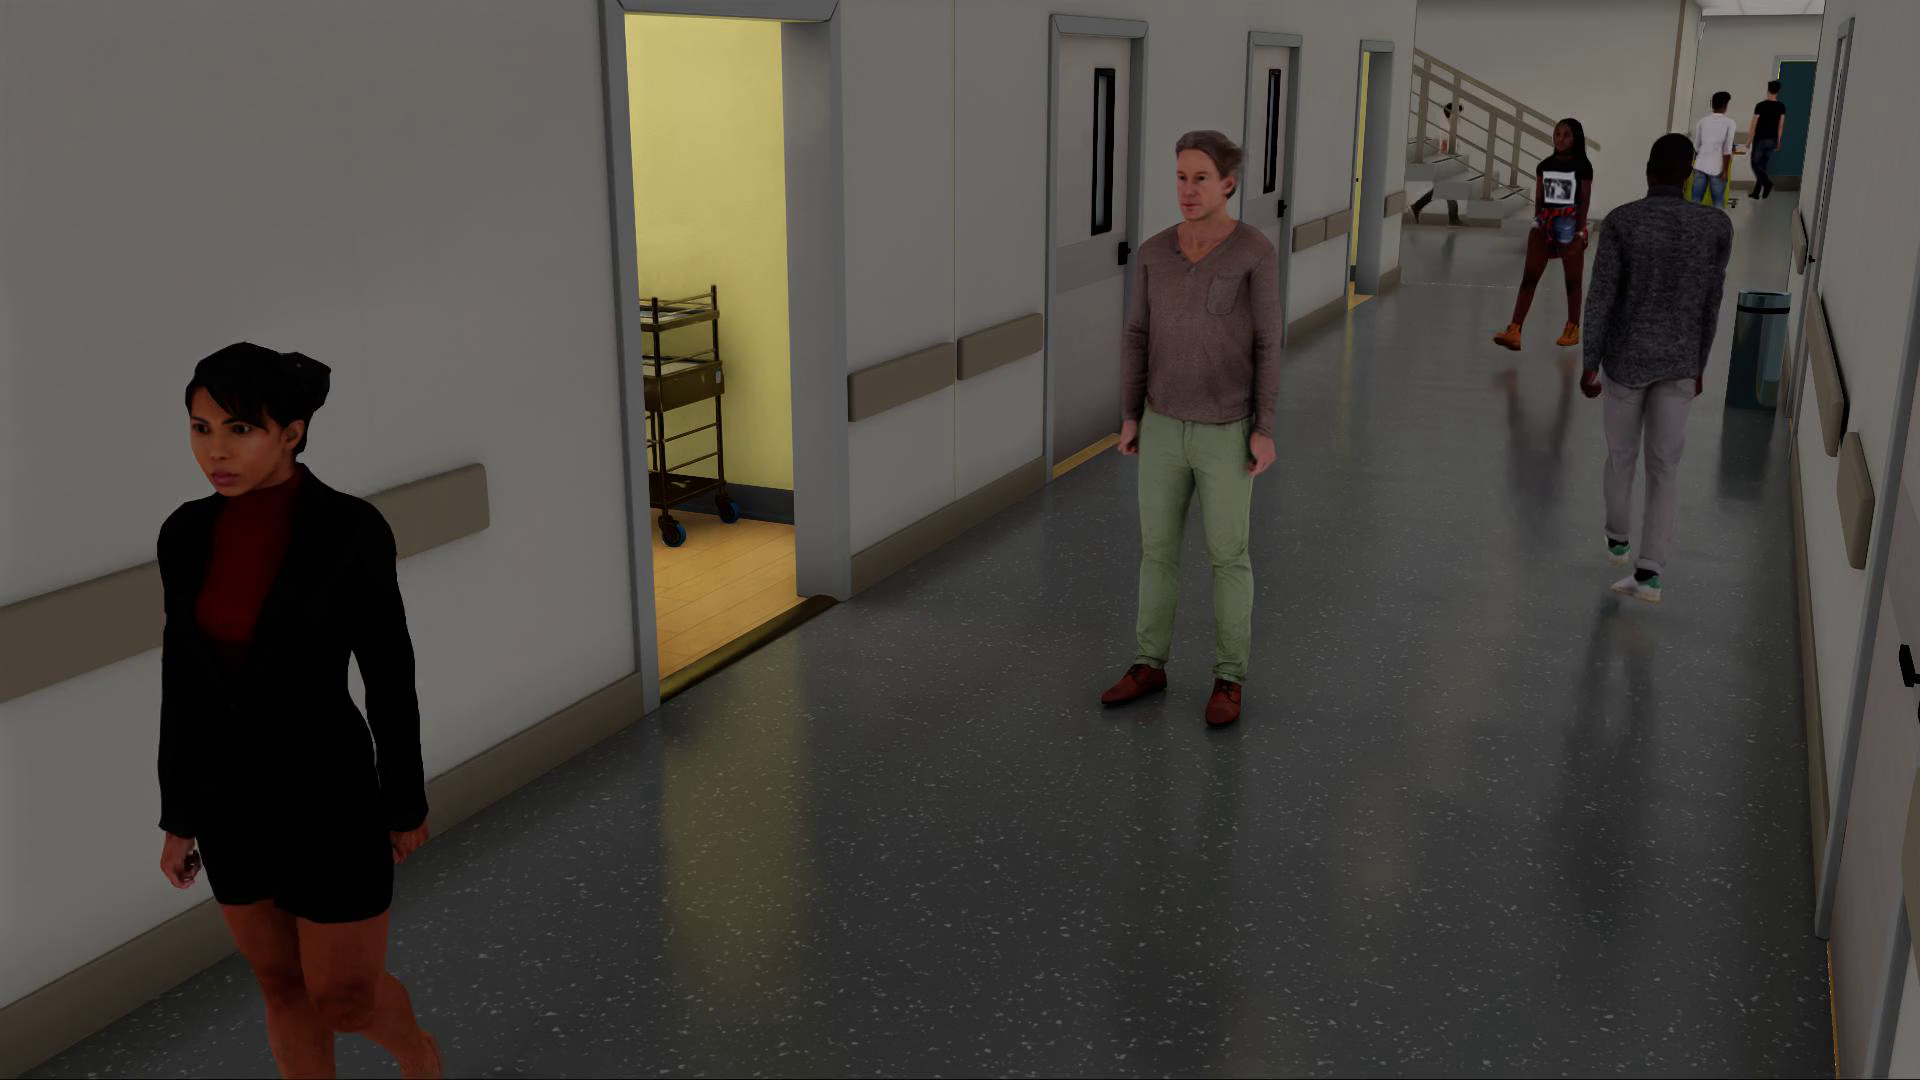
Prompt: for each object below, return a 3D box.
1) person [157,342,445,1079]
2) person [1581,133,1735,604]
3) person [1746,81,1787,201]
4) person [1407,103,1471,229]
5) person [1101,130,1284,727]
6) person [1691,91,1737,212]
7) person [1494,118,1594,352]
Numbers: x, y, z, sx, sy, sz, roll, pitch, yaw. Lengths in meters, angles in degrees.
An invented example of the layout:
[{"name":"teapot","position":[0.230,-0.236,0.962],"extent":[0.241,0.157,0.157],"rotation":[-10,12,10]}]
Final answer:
[{"name":"person","position":[-1.115,0.463,2.880],"extent":[0.644,1.630,0.707],"rotation":[2,16,8]},{"name":"person","position":[2.689,-0.619,6.458],"extent":[1.198,1.771,0.927],"rotation":[2,16,8]},{"name":"person","position":[13.032,-6.432,26.878],"extent":[1.144,1.878,1.065],"rotation":[-1,16,-2]},{"name":"person","position":[6.408,-4.972,22.162],"extent":[1.061,1.628,0.602],"rotation":[6,17,20]},{"name":"person","position":[0.768,-0.354,5.333],"extent":[0.549,1.870,0.766],"rotation":[9,18,30]},{"name":"person","position":[9.264,-4.611,20.621],"extent":[1.149,1.768,0.913],"rotation":[12,20,37]},{"name":"person","position":[4.455,-2.192,12.234],"extent":[0.950,1.664,1.211],"rotation":[-15,22,-43]}]
